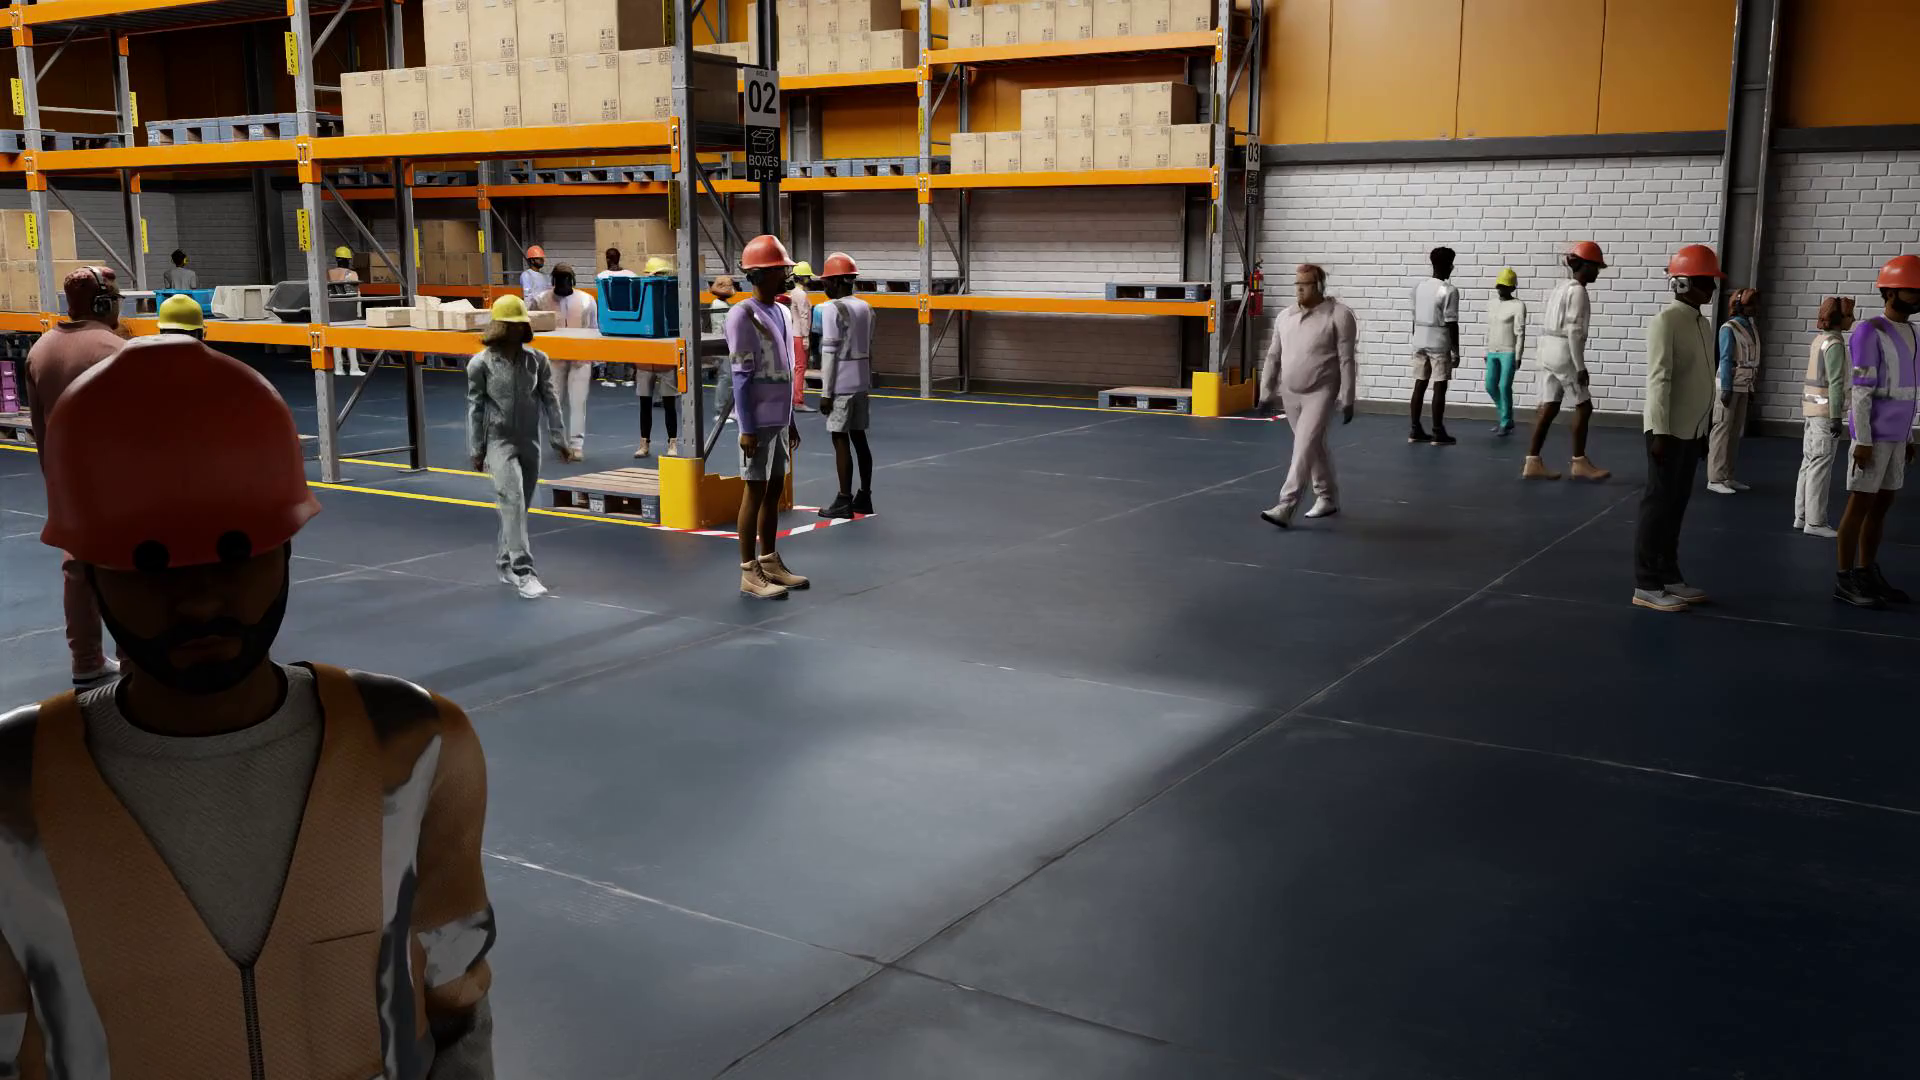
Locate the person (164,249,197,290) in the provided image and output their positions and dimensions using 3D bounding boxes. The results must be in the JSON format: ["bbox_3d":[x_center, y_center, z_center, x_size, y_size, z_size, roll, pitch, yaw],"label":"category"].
[{"bbox_3d":[-12.363,-3.679,26.480,0.514,1.876,0.328,-2,10,-10],"label":"person"}]

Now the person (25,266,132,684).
[{"bbox_3d":[-3.871,-0.280,7.556,0.645,1.907,0.400,4,11,23],"label":"person"}]

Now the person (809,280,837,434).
[{"bbox_3d":[-1.357,-1.960,17.485,0.548,1.674,0.634,-7,12,-34],"label":"person"}]

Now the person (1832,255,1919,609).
[{"bbox_3d":[5.129,-0.593,9.199,0.542,1.939,0.361,-7,12,-34],"label":"person"}]

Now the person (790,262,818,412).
[{"bbox_3d":[-1.869,-2.390,19.637,0.331,1.768,0.526,-4,11,-19],"label":"person"}]

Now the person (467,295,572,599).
[{"bbox_3d":[-2.488,-0.526,9.468,0.503,1.710,0.839,-10,14,-43],"label":"person"}]

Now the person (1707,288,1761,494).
[{"bbox_3d":[6.228,-1.196,13.364,0.512,1.642,0.312,-10,14,-43],"label":"person"}]

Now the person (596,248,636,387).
[{"bbox_3d":[-4.743,-3.074,23.006,0.608,1.911,0.445,-7,12,-33],"label":"person"}]

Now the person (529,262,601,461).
[{"bbox_3d":[-3.647,-1.657,15.410,0.637,1.822,0.565,-3,11,-17],"label":"person"}]

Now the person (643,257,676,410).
[{"bbox_3d":[-3.579,-2.443,19.787,0.445,1.816,0.614,6,12,29],"label":"person"}]

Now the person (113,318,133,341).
[{"bbox_3d":[-4.826,-0.492,9.594,0.519,1.586,0.844,-1,10,-4],"label":"person"}]

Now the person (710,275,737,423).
[{"bbox_3d":[-2.632,-2.121,18.523,0.281,1.628,0.543,0,10,2],"label":"person"}]

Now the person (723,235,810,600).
[{"bbox_3d":[-1.085,-0.694,9.458,0.367,2.048,0.607,4,11,19],"label":"person"}]

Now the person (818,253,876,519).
[{"bbox_3d":[-0.852,-1.124,12.175,0.381,1.932,0.541,6,12,30],"label":"person"}]

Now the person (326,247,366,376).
[{"bbox_3d":[-9.169,-3.385,24.759,0.620,1.936,0.415,3,11,16],"label":"person"}]

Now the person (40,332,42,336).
[{"bbox_3d":[-11.592,-2.803,21.478,0.365,1.928,0.586,9,14,41],"label":"person"}]

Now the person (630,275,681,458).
[{"bbox_3d":[-2.816,-1.599,15.433,0.538,1.698,0.319,1,10,4],"label":"person"}]

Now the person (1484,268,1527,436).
[{"bbox_3d":[5.671,-1.944,17.256,0.524,1.734,0.561,-5,12,-27],"label":"person"}]

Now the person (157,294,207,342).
[{"bbox_3d":[-3.744,-0.309,8.112,0.526,1.765,0.329,-8,13,-39],"label":"person"}]

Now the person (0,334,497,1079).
[{"bbox_3d":[-0.706,0.767,1.665,0.545,1.938,0.362,-7,12,-34],"label":"person"}]

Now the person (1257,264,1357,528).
[{"bbox_3d":[2.443,-1.033,11.872,1.011,1.849,0.671,-9,13,-40],"label":"person"}]

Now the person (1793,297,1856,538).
[{"bbox_3d":[5.939,-0.842,11.406,0.306,1.640,0.523,2,11,13],"label":"person"}]

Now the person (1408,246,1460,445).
[{"bbox_3d":[4.714,-1.920,16.490,0.387,1.963,0.608,-6,12,-30],"label":"person"}]

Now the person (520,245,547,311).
[{"bbox_3d":[-6.029,-3.222,23.758,0.353,1.942,0.545,3,11,15],"label":"person"}]

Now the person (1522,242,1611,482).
[{"bbox_3d":[5.159,-1.478,13.921,0.834,2.000,0.634,1,10,8],"label":"person"}]

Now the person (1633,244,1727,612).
[{"bbox_3d":[3.965,-0.618,9.175,0.376,1.997,0.612,10,14,43],"label":"person"}]
